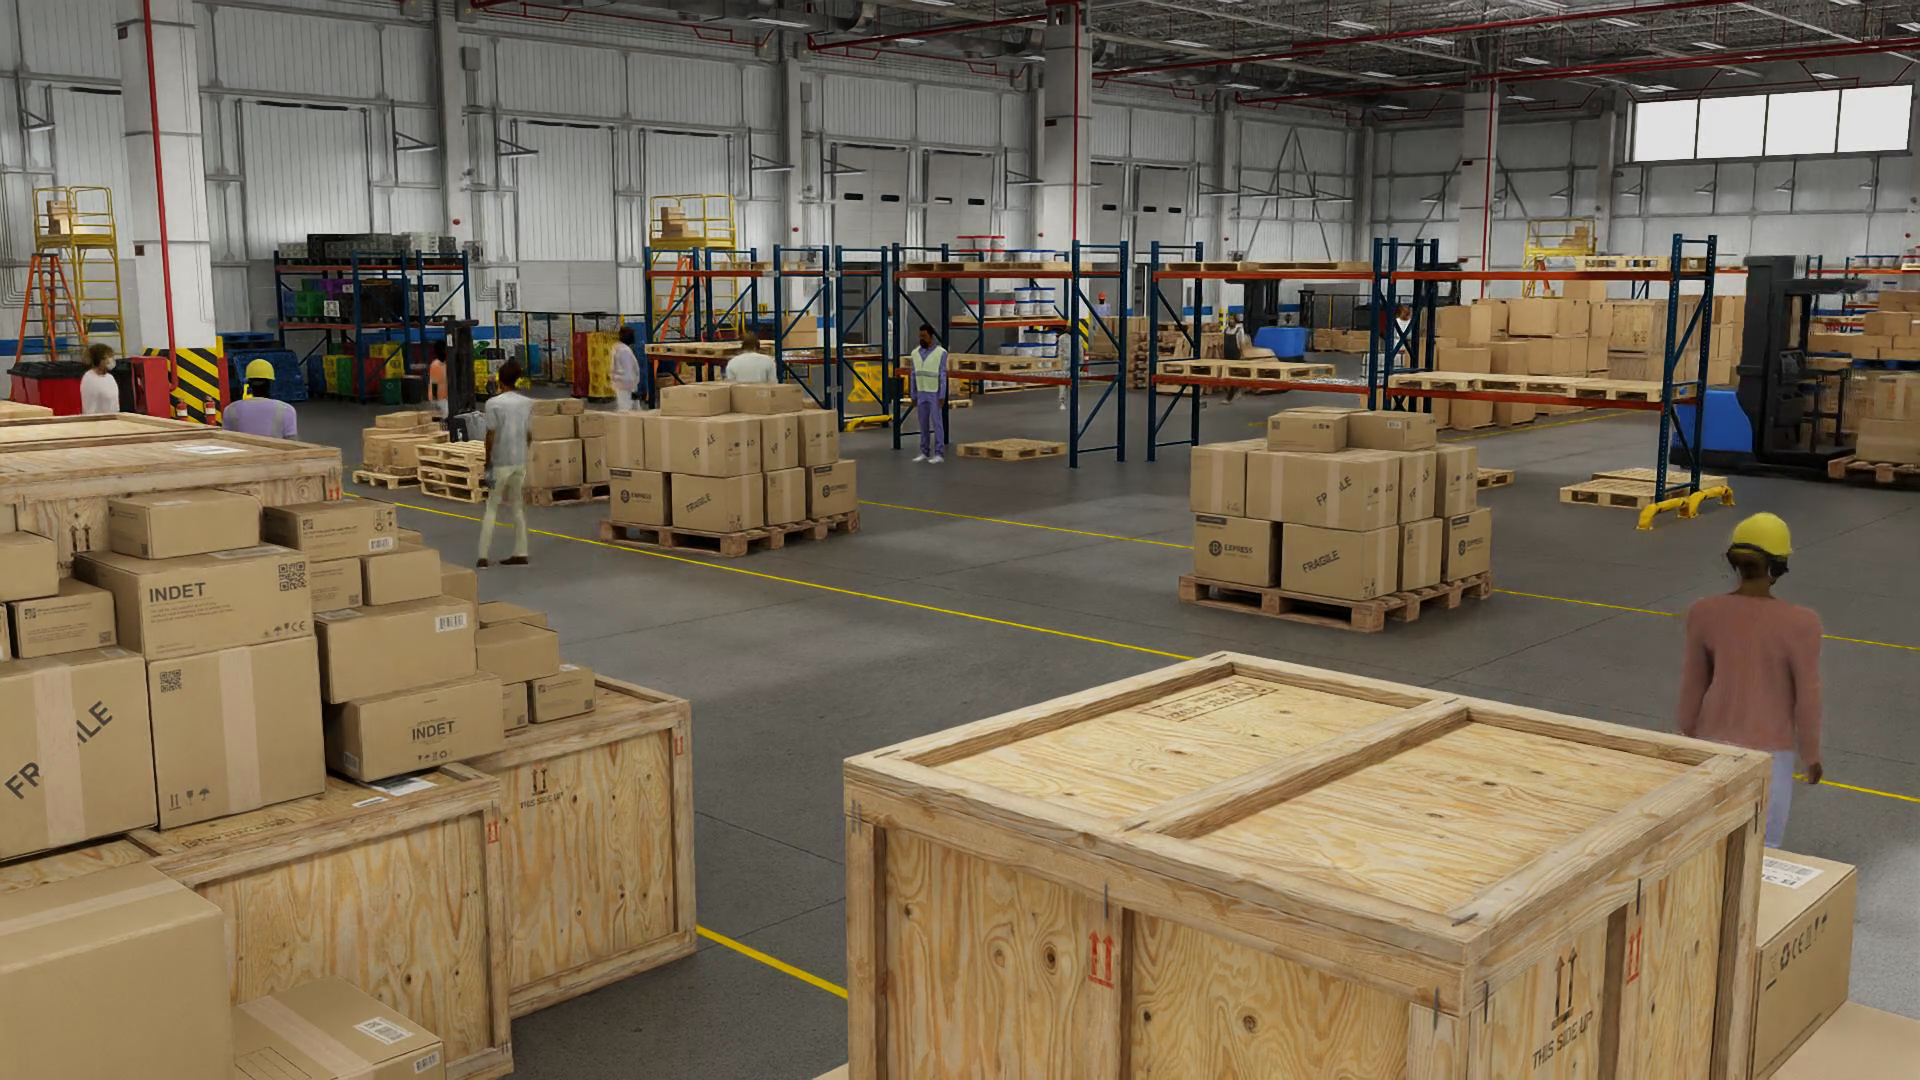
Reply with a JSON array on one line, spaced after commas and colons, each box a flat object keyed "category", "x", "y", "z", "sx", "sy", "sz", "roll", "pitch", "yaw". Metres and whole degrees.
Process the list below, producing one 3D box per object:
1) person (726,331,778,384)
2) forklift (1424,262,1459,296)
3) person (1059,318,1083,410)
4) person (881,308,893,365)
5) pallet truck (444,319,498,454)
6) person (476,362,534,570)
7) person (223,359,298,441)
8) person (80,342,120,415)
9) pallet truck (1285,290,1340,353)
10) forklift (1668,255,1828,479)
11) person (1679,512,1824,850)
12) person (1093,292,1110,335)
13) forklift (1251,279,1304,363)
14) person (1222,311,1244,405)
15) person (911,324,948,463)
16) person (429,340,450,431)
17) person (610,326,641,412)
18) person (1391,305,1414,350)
[{"category": "person", "x": -2.579, "y": -1.627, "z": 20.559, "sx": 0.641, "sy": 1.901, "sz": 1.000, "roll": 3, "pitch": 10, "yaw": 15}, {"category": "forklift", "x": 13.053, "y": -6.141, "z": 45.195, "sx": 1.129, "sy": 2.768, "sz": 1.873, "roll": 4, "pitch": 10, "yaw": 24}, {"category": "person", "x": 2.102, "y": -3.324, "z": 31.431, "sx": 0.486, "sy": 1.738, "sz": 0.320, "roll": -2, "pitch": 9, "yaw": -10}, {"category": "person", "x": -1.926, "y": -5.325, "z": 44.016, "sx": 0.314, "sy": 1.634, "sz": 0.515, "roll": 2, "pitch": 9, "yaw": 10}, {"category": "pallet truck", "x": -6.981, "y": -1.942, "z": 22.150, "sx": 1.885, "sy": 1.965, "sz": 0.823, "roll": 1, "pitch": 9, "yaw": 9}, {"category": "person", "x": -4.056, "y": -0.657, "z": 14.769, "sx": 0.418, "sy": 1.846, "sz": 0.576, "roll": 8, "pitch": 12, "yaw": 41}, {"category": "person", "x": -5.732, "y": -0.526, "z": 13.717, "sx": 0.586, "sy": 1.920, "sz": 0.398, "roll": -1, "pitch": 9, "yaw": -5}, {"category": "person", "x": -8.750, "y": -1.043, "z": 16.868, "sx": 0.594, "sy": 1.927, "sz": 0.631, "roll": -1, "pitch": 9, "yaw": -9}, {"category": "pallet truck", "x": 11.297, "y": -6.951, "z": 52.861, "sx": 1.885, "sy": 1.965, "sz": 0.823, "roll": -5, "pitch": 11, "yaw": -29}, {"category": "forklift", "x": 10.395, "y": -2.286, "z": 21.561, "sx": 1.873, "sy": 2.768, "sz": 1.129, "roll": 9, "pitch": 13, "yaw": 43}, {"category": "person", "x": 2.955, "y": 0.763, "z": 6.336, "sx": 0.698, "sy": 1.744, "sz": 0.529, "roll": -6, "pitch": 11, "yaw": -32}, {"category": "person", "x": 4.375, "y": -6.678, "z": 51.405, "sx": 0.544, "sy": 1.930, "sz": 0.389, "roll": 1, "pitch": 9, "yaw": 6}, {"category": "forklift", "x": 8.301, "y": -6.129, "z": 45.120, "sx": 1.873, "sy": 2.768, "sz": 1.129, "roll": 9, "pitch": 13, "yaw": 43}, {"category": "person", "x": 5.366, "y": -3.561, "z": 32.597, "sx": 0.555, "sy": 1.830, "sz": 0.514, "roll": -9, "pitch": 13, "yaw": -43}, {"category": "person", "x": -0.417, "y": -2.007, "z": 22.838, "sx": 0.584, "sy": 1.911, "sz": 0.391, "roll": 6, "pitch": 11, "yaw": 34}, {"category": "person", "x": -7.186, "y": -1.976, "z": 23.361, "sx": 0.838, "sy": 1.651, "sz": 0.551, "roll": -1, "pitch": 9, "yaw": -4}, {"category": "person", "x": -4.824, "y": -2.228, "z": 24.431, "sx": 0.599, "sy": 1.823, "sz": 0.660, "roll": -3, "pitch": 10, "yaw": -19}, {"category": "person", "x": 9.659, "y": -4.189, "z": 36.294, "sx": 0.629, "sy": 1.876, "sz": 0.407, "roll": 3, "pitch": 10, "yaw": 15}]
